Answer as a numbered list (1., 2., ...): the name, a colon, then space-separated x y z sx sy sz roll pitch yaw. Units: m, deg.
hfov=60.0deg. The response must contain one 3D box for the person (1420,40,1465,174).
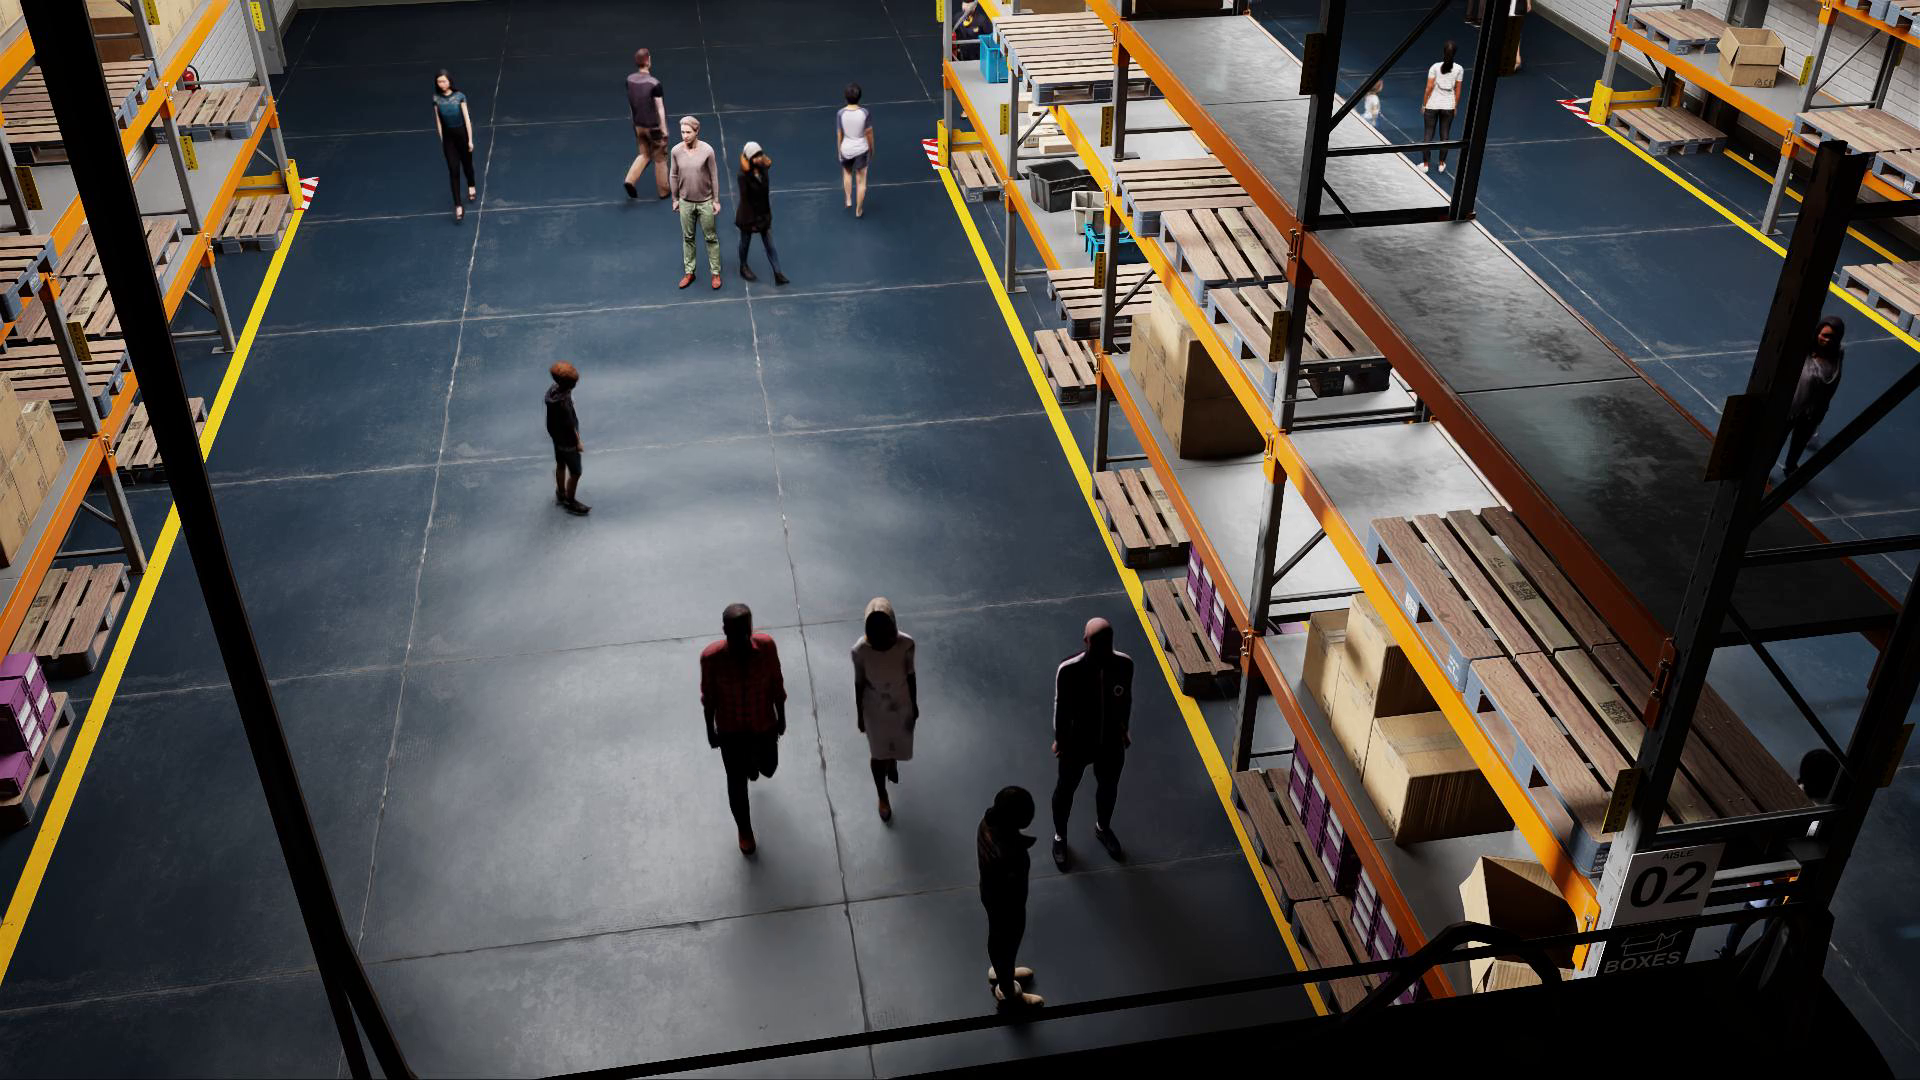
1. person: 5.945 -5.353 20.583 0.642 1.645 0.650 4 34 6

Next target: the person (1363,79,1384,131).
1. person: 5.192 -5.398 21.227 0.482 1.006 0.633 -6 34 -9

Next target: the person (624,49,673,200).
1. person: -3.741 -4.877 19.705 0.997 1.823 1.071 19 38 26

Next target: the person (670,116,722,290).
1. person: -2.810 -3.614 17.760 0.742 1.873 0.684 3 34 4

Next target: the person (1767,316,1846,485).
1. person: 7.314 -1.226 14.407 0.662 1.608 0.687 -1 34 -2

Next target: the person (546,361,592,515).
1. person: -3.376 -0.905 14.081 0.803 1.434 0.582 -26 41 -33

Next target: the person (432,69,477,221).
1. person: -5.885 -4.691 19.552 0.559 1.684 1.089 -5 34 -8

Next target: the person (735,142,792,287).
1. person: -2.254 -3.505 17.853 0.960 1.588 1.111 -29 43 -36

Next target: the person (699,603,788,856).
1. person: -1.393 1.117 10.701 0.788 1.809 1.025 -10 35 -14

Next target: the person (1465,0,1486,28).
1. person: 8.153 -8.906 25.789 0.765 1.799 0.582 -14 36 -20

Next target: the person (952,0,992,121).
1. person: 0.207 -6.515 22.353 1.109 1.620 1.203 17 37 24

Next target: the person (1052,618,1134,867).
1. person: 0.825 1.246 10.481 0.673 1.837 0.577 -8 34 -11

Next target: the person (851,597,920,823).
1. person: -0.496 1.048 10.870 0.595 1.736 0.678 -7 34 -11

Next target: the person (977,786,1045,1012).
1. person: 0.239 2.048 9.435 0.659 1.659 0.590 9 35 13

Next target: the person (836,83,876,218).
1. person: -1.230 -4.531 19.438 0.676 1.543 0.778 4 34 6

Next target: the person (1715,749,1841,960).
1. person: 4.761 1.897 9.608 0.604 1.719 0.557 -2 34 -3
